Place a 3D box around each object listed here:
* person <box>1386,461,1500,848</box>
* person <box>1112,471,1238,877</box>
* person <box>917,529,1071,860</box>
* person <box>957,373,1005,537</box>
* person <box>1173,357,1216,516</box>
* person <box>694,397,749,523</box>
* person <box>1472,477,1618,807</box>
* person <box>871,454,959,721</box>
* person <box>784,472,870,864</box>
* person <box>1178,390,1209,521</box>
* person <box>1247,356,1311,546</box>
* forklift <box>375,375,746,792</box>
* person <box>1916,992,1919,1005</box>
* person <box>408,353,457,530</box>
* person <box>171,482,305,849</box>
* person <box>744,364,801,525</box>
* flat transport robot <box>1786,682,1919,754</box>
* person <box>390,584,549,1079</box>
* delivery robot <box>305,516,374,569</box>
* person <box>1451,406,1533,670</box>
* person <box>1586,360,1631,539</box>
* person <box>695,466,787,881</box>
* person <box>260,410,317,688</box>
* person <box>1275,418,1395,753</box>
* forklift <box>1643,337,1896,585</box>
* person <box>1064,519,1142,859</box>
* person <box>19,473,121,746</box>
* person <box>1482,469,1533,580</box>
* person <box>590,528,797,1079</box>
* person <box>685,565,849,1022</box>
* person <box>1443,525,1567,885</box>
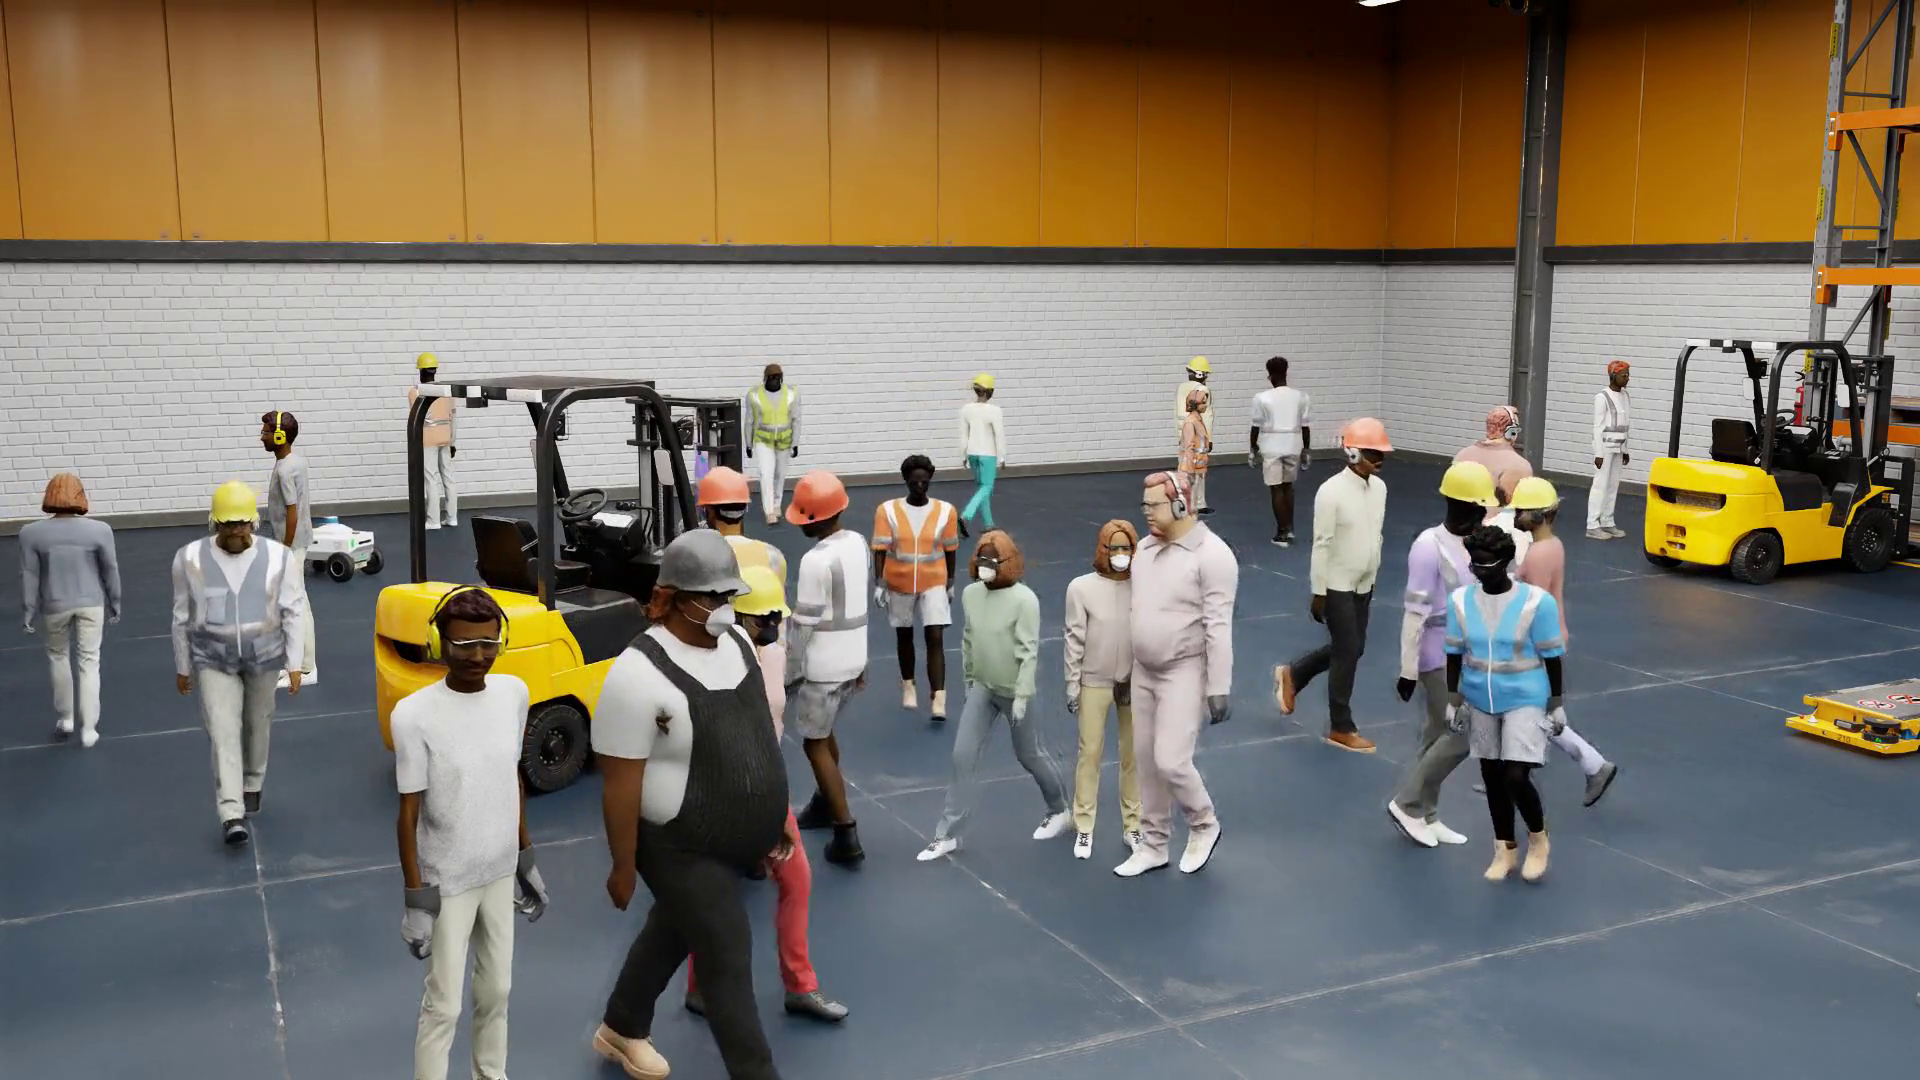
[{"bbox_3d":[2.386,0.561,8.046,0.462,1.902,0.580,7,11,36],"label":"person"},{"bbox_3d":[0.960,0.629,7.653,0.435,1.892,0.680,-6,11,-33],"label":"person"},{"bbox_3d":[0.203,0.730,8.027,0.514,1.595,0.835,8,12,42],"label":"person"},{"bbox_3d":[0.209,-0.902,17.612,0.534,1.737,0.790,7,12,38],"label":"person"},{"bbox_3d":[2.717,-1.193,19.159,0.403,1.823,0.586,-6,11,-32],"label":"person"},{"bbox_3d":[-1.848,-0.188,12.861,0.376,1.844,0.568,-7,11,-36],"label":"person"},{"bbox_3d":[3.074,0.543,8.653,0.644,1.749,0.536,4,10,26],"label":"person"},{"bbox_3d":[-0.278,0.303,10.356,0.547,1.661,0.814,0,9,-1],"label":"person"},{"bbox_3d":[-0.650,0.590,7.986,0.634,1.871,0.609,4,10,23],"label":"person"},{"bbox_3d":[2.315,-0.670,16.487,0.310,1.638,0.523,3,10,17],"label":"person"},{"bbox_3d":[3.269,-0.918,17.105,0.606,1.936,0.639,-2,9,-10],"label":"person"},{"bbox_3d":[-2.268,0.149,9.685,1.214,2.155,2.313,6,11,32],"label":"forklift"},{"bbox_3d":[3.886,0.837,6.202,0.635,1.938,0.361,-9,13,-44],"label":"person"},{"bbox_3d":[-5.725,-1.065,18.044,0.388,1.927,0.589,6,11,34],"label":"person"},{"bbox_3d":[-3.563,0.592,8.234,0.598,1.770,0.962,-4,10,-26],"label":"person"},{"bbox_3d":[-2.109,-1.095,18.707,0.631,1.790,0.959,-2,9,-15],"label":"person"},{"bbox_3d":[5.783,1.046,10.072,1.431,0.197,0.652,-4,10,-25],"label":"flat transport robot"},{"bbox_3d":[-1.487,1.052,5.110,0.329,1.863,0.513,6,11,33],"label":"person"},{"bbox_3d":[-5.735,0.028,15.215,0.707,0.478,0.477,3,10,18],"label":"delivery robot"},{"bbox_3d":[3.632,0.036,11.317,0.400,1.902,0.646,-6,11,-32],"label":"person"},{"bbox_3d":[6.829,-0.944,17.468,0.567,1.878,0.350,-8,12,-40],"label":"person"},{"bbox_3d":[-1.051,0.625,7.590,0.587,1.916,0.468,-7,12,-38],"label":"person"},{"bbox_3d":[-4.550,0.059,11.248,0.328,1.872,0.513,-3,10,-17],"label":"person"},{"bbox_3d":[2.207,0.234,9.899,0.619,1.969,0.770,-8,12,-40],"label":"person"},{"bbox_3d":[7.551,-0.789,15.507,2.313,2.155,1.214,-4,10,-25],"label":"forklift"},{"bbox_3d":[0.742,0.708,7.949,0.497,1.633,0.285,-1,9,-6],"label":"person"},{"bbox_3d":[-5.302,0.399,9.946,0.524,1.606,0.660,-4,10,-25],"label":"person"},{"bbox_3d":[3.297,0.373,10.038,0.532,1.616,0.481,-5,11,-30],"label":"person"},{"bbox_3d":[-0.887,0.899,5.504,1.031,2.000,0.675,4,10,23],"label":"person"},{"bbox_3d":[-0.723,0.955,6.085,0.742,1.737,0.554,5,11,30],"label":"person"},{"bbox_3d":[2.456,0.752,7.556,0.556,1.669,0.392,9,13,44],"label":"person"}]
